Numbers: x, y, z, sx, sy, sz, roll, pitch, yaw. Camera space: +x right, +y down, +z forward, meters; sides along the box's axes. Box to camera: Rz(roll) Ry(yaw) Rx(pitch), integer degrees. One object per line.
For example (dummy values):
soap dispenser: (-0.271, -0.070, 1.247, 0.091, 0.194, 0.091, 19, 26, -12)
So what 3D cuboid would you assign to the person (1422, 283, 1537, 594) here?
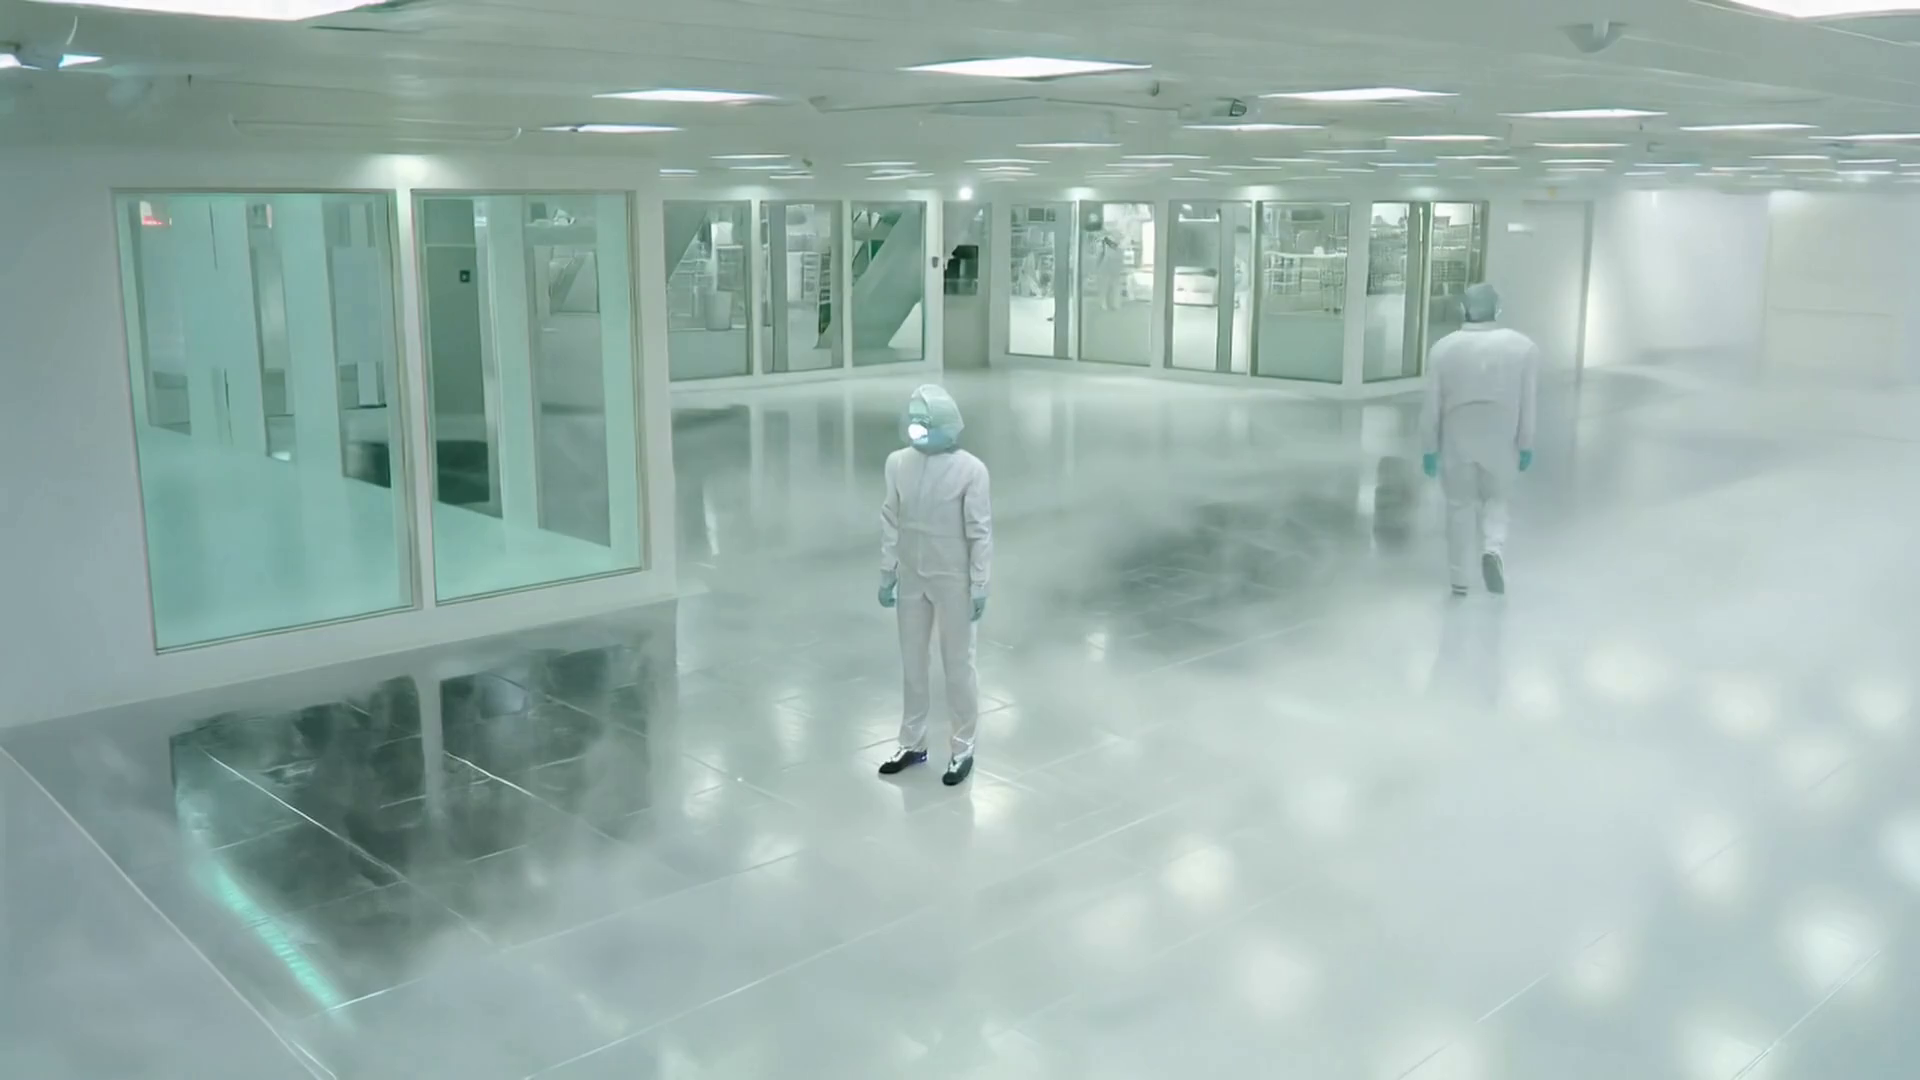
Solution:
person: (3.079, -0.580, 9.918, 0.655, 1.883, 0.516, 3, 12, 15)

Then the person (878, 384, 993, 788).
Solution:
person: (-0.111, 0.183, 6.738, 0.507, 1.632, 0.274, 7, 13, 30)
